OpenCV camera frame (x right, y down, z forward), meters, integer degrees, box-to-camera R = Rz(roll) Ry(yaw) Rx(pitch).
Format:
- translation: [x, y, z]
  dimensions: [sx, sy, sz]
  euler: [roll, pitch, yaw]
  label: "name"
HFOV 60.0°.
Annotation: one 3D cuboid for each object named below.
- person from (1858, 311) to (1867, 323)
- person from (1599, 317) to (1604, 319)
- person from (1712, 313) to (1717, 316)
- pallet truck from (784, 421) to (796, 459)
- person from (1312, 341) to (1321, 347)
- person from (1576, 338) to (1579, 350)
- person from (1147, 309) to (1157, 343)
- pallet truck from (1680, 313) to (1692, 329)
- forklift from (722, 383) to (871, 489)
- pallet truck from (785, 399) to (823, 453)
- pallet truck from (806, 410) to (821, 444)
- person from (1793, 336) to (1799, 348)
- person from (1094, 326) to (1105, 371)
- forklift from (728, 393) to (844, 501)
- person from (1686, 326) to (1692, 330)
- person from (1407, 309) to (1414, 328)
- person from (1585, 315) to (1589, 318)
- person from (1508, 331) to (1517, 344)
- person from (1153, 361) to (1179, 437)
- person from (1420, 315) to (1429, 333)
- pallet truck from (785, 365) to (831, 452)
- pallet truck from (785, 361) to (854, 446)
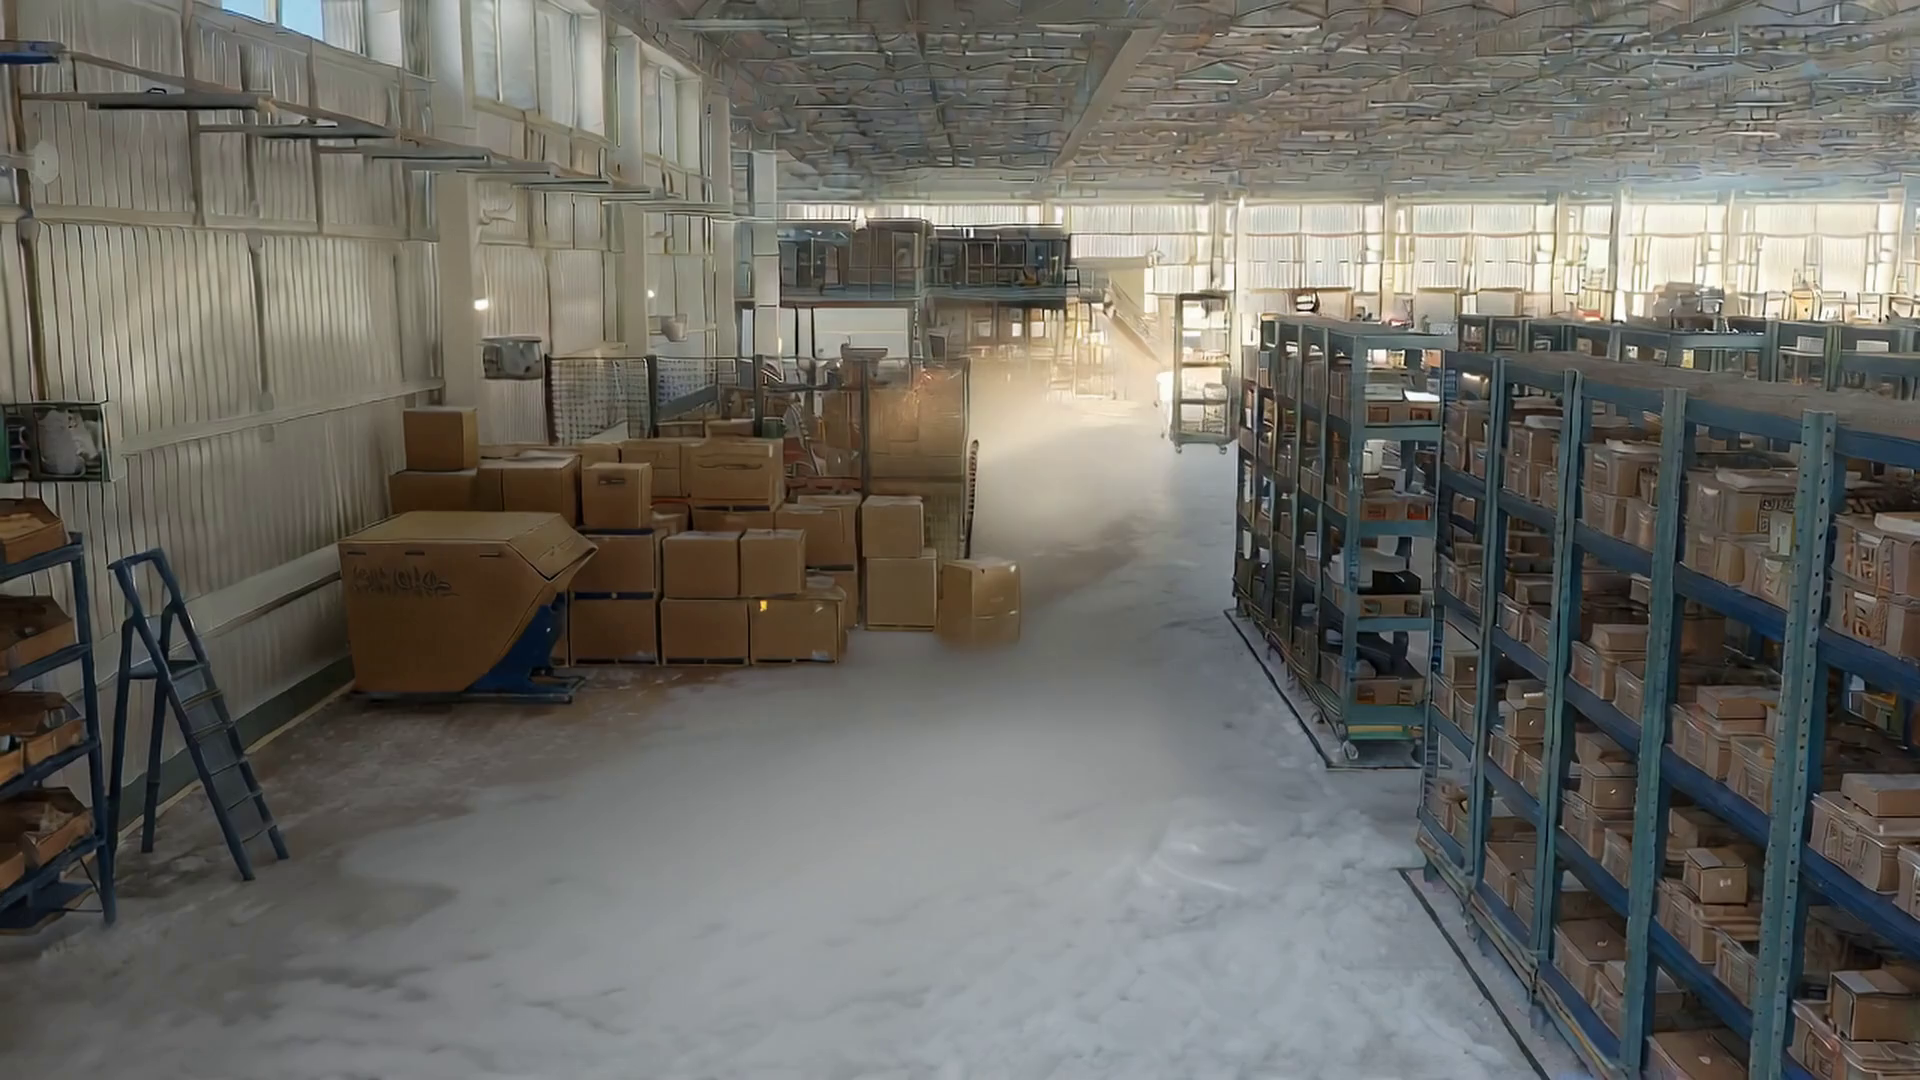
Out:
- translation: [48.742, -11.395, 89.830]
  dimensions: [0.631, 1.909, 0.568]
  euler: [-5, 10, -28]
  label: "person"
- translation: [31.068, -9.874, 80.641]
  dimensions: [0.388, 1.852, 0.548]
  euler: [-1, 9, -3]
  label: "person"
- translation: [39.184, -10.848, 86.437]
  dimensions: [0.383, 1.920, 0.585]
  euler: [-1, 9, -5]
  label: "person"
- translation: [-4.013, -1.793, 32.705]
  dimensions: [1.601, 1.201, 0.680]
  euler: [0, 9, 1]
  label: "pallet truck"
- translation: [13.794, -7.219, 64.043]
  dimensions: [0.597, 1.920, 0.379]
  euler: [3, 10, 21]
  label: "person"
- translation: [23.785, -7.292, 64.558]
  dimensions: [1.027, 1.918, 0.601]
  euler: [2, 9, 11]
  label: "person"
- translation: [10.990, -12.211, 94.908]
  dimensions: [0.626, 1.911, 0.963]
  euler: [7, 12, 38]
  label: "person"
- translation: [36.315, -10.531, 84.244]
  dimensions: [0.823, 1.965, 1.885]
  euler: [-6, 11, -33]
  label: "pallet truck"
- translation: [-2.893, -1.687, 28.729]
  dimensions: [2.680, 1.987, 1.157]
  euler: [0, 9, -1]
  label: "forklift"
- translation: [-3.814, -2.432, 36.419]
  dimensions: [1.630, 1.274, 0.653]
  euler: [0, 9, 1]
  label: "pallet truck"
- translation: [-3.559, -2.018, 33.905]
  dimensions: [1.522, 1.261, 0.704]
  euler: [0, 9, -1]
  label: "pallet truck"
- translation: [32.786, -7.418, 65.539]
  dimensions: [0.465, 1.833, 0.545]
  euler: [-4, 10, -23]
  label: "person"
- translation: [5.727, -7.792, 67.811]
  dimensions: [0.349, 1.846, 0.506]
  euler: [-3, 10, -20]
  label: "person"
- translation: [-2.979, -1.316, 26.476]
  dimensions: [2.680, 1.987, 1.157]
  euler: [0, 9, 1]
  label: "forklift"
- translation: [30.274, -8.041, 69.123]
  dimensions: [0.596, 1.918, 0.385]
  euler: [-7, 12, -38]
  label: "person"
- translation: [25.593, -12.173, 94.618]
  dimensions: [0.395, 1.920, 0.585]
  euler: [5, 10, 28]
  label: "person"
- translation: [31.063, -10.189, 82.475]
  dimensions: [0.356, 1.887, 0.573]
  euler: [-1, 9, -8]
  label: "person"
- translation: [26.749, -9.848, 80.407]
  dimensions: [1.040, 1.895, 0.647]
  euler: [1, 9, 6]
  label: "person"
- translation: [5.094, -3.479, 41.090]
  dimensions: [0.661, 1.886, 0.524]
  euler: [1, 9, 8]
  label: "person"
- translation: [24.417, -10.909, 87.146]
  dimensions: [0.837, 1.818, 0.632]
  euler: [1, 9, 7]
  label: "person"
- translation: [-3.774, -2.976, 37.635]
  dimensions: [1.885, 1.965, 0.823]
  euler: [1, 9, 5]
  label: "pallet truck"
- translation: [-3.410, -3.193, 38.978]
  dimensions: [1.885, 1.965, 0.823]
  euler: [0, 9, -1]
  label: "pallet truck"
